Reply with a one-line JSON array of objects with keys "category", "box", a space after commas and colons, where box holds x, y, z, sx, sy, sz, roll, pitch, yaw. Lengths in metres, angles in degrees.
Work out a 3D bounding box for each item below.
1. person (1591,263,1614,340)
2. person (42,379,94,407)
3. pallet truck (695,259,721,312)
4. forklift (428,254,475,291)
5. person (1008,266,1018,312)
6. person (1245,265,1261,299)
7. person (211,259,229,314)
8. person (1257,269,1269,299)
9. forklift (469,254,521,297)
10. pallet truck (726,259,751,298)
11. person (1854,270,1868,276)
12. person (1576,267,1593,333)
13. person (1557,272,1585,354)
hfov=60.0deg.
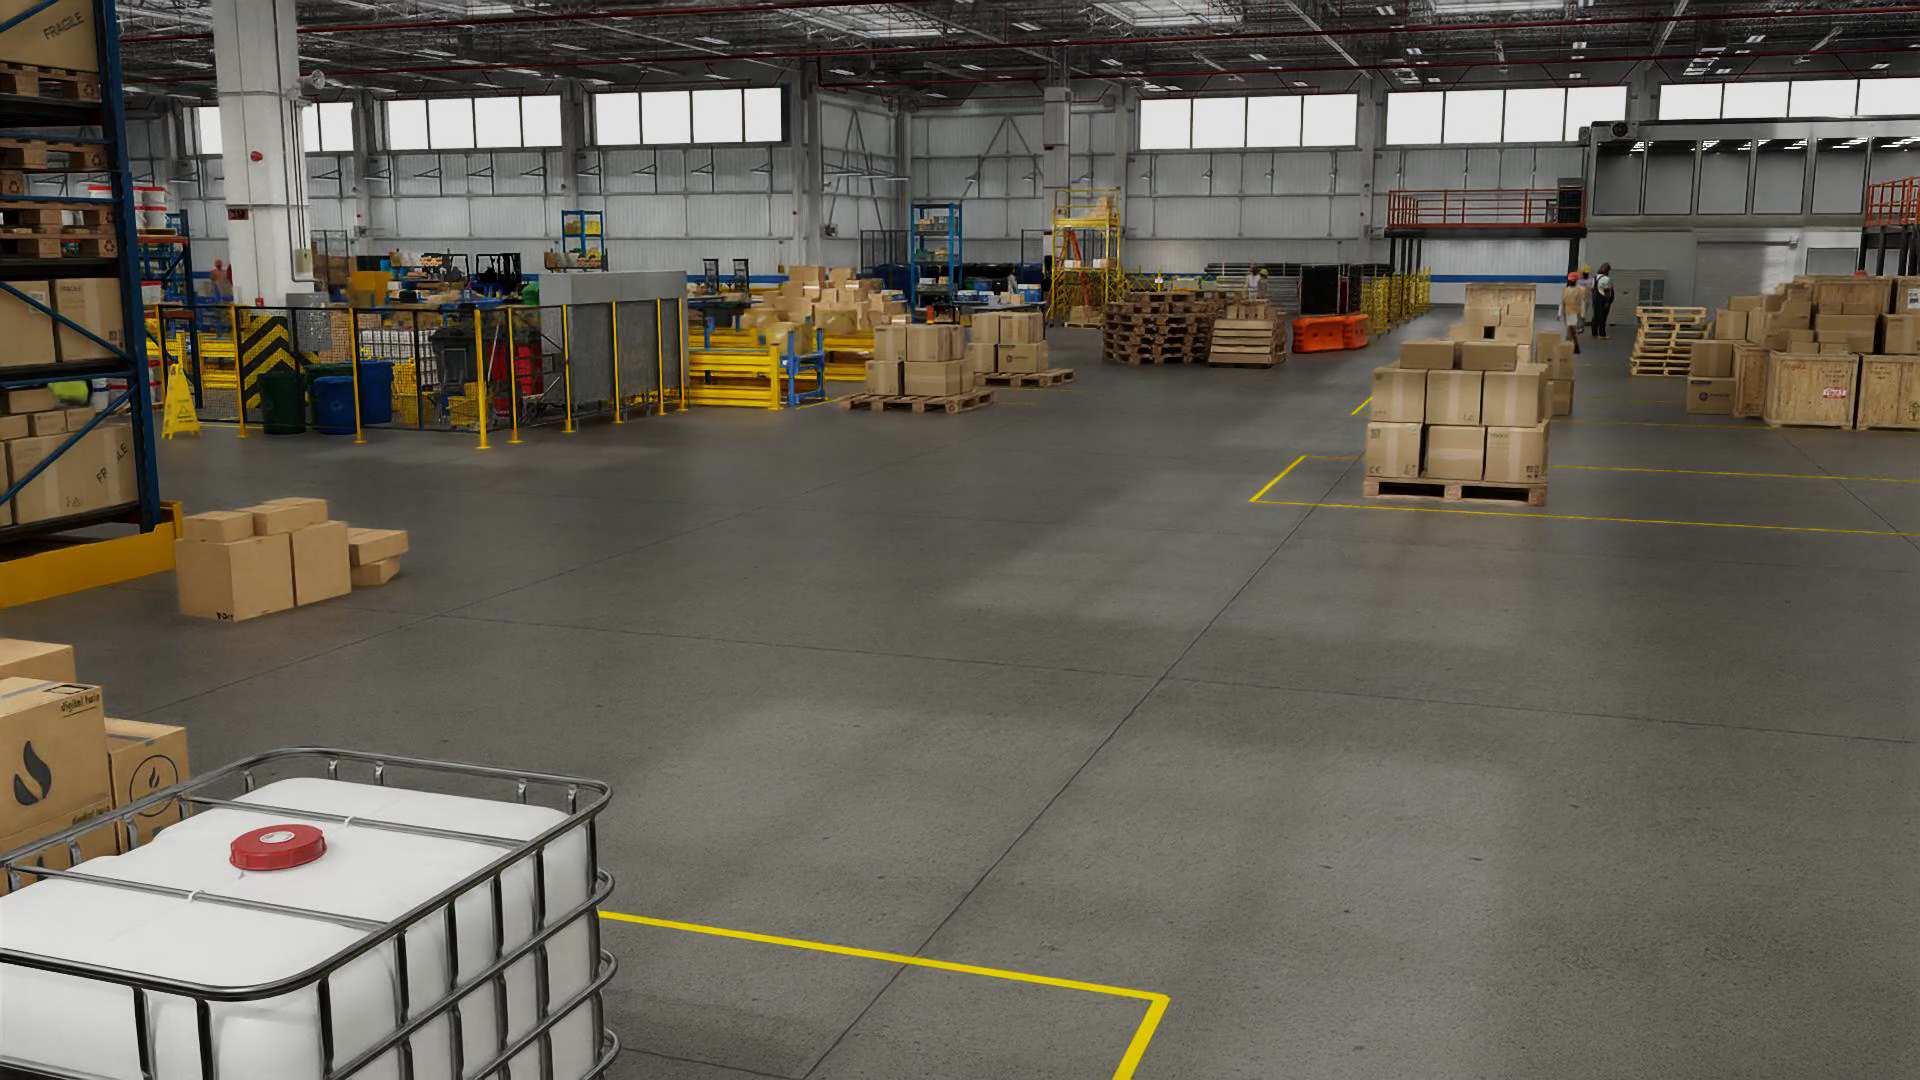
[{"category": "person", "box": [17.082, -6.339, 44.135, 0.536, 2.000, 0.688, -2, 10, -11]}, {"category": "person", "box": [-9.939, -1.604, 18.536, 0.536, 1.673, 0.774, -5, 11, -25]}, {"category": "pallet truck", "box": [-9.165, -9.627, 62.776, 0.823, 1.965, 1.885, 4, 11, 23]}, {"category": "forklift", "box": [-20.133, -10.254, 65.465, 1.157, 1.987, 2.680, 3, 11, 19]}, {"category": "person", "box": [1.647, -7.728, 52.534, 0.559, 1.857, 0.582, -2, 10, -9]}, {"category": "person", "box": [9.231, -7.727, 52.449, 0.606, 1.859, 0.775, 4, 11, 21]}, {"category": "person", "box": [-27.015, -9.254, 60.750, 0.634, 1.966, 0.507, -10, 14, -43]}, {"category": "person", "box": [9.260, -7.396, 50.890, 0.339, 1.757, 0.518, -1, 10, -7]}, {"category": "forklift", "box": [-17.990, -10.121, 64.684, 1.157, 1.987, 2.680, 3, 11, 17]}, {"category": "pallet truck", "box": [-7.986, -9.493, 62.019, 0.823, 1.965, 1.885, 3, 11, 17]}, {"category": "person", "box": [16.505, -3.944, 30.642, 0.616, 2.041, 0.383, 2, 10, 12]}, {"category": "person", "box": [17.659, -6.765, 46.976, 0.616, 1.877, 0.956, 1, 10, 6]}, {"category": "person", "box": [14.013, -5.194, 38.133, 0.987, 1.885, 0.566, -7, 12, -35]}]
